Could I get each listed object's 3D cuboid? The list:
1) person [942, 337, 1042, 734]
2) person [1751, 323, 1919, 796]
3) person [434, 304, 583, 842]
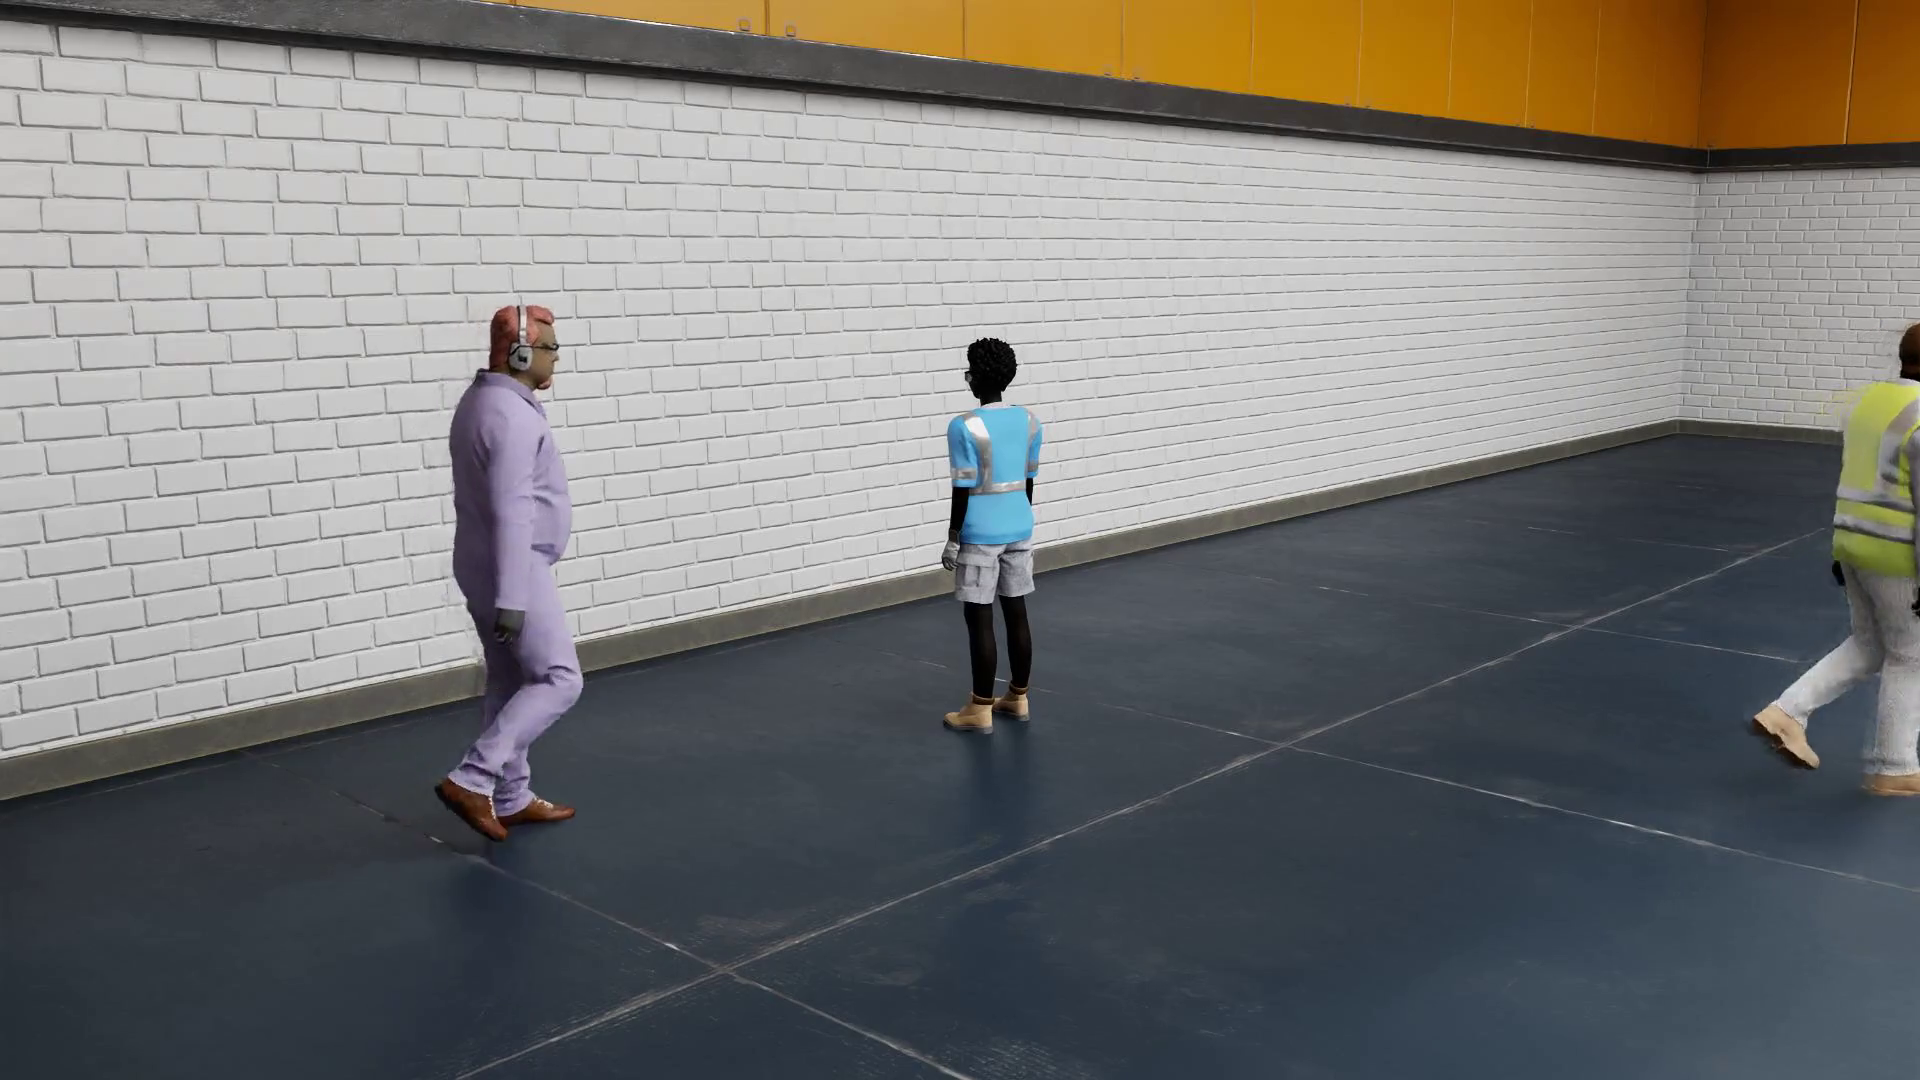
[{"bbox_3d":[0.131,-0.018,7.165,0.317,1.696,0.538,9,14,42],"label":"person"},{"bbox_3d":[3.466,0.073,6.307,0.590,1.819,0.671,0,10,2],"label":"person"},{"bbox_3d":[-1.566,0.129,5.785,0.461,1.888,0.669,-6,11,-30],"label":"person"}]
